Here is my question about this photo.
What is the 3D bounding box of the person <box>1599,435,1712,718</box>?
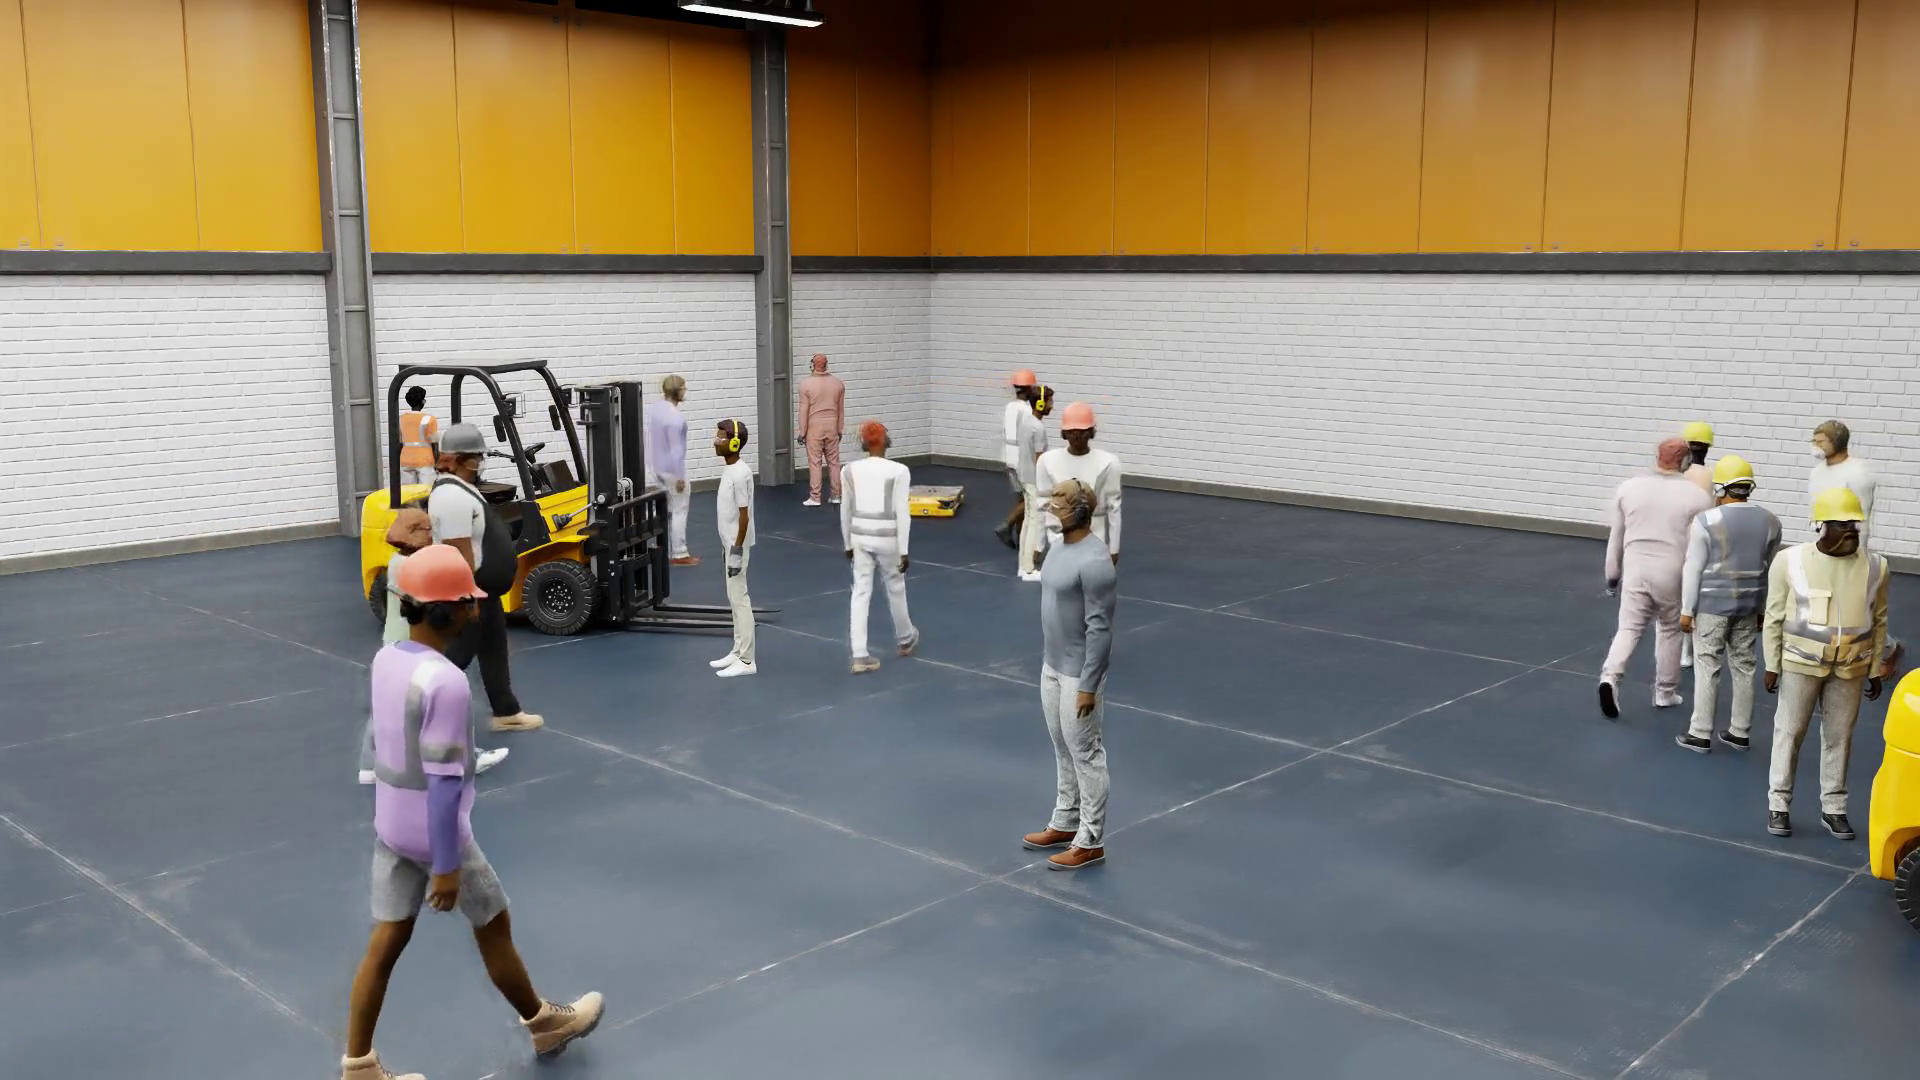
[{"bbox_3d":[4.572,0.242,10.976,0.664,1.870,0.866,8,12,41],"label":"person"}]

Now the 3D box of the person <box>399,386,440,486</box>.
[{"bbox_3d":[-5.862,-0.820,18.017,0.532,1.694,0.320,3,10,19],"label":"person"}]

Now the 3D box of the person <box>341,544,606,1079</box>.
[{"bbox_3d":[-1.813,0.999,5.940,1.032,1.985,0.634,-9,13,-42],"label":"person"}]

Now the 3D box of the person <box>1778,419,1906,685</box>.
[{"bbox_3d":[6.233,0.102,11.711,0.812,1.910,0.650,-2,9,-9],"label":"person"}]

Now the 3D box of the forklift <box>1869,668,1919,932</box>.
[{"bbox_3d":[5.205,0.723,7.013,2.313,2.155,1.214,9,13,43],"label":"forklift"}]

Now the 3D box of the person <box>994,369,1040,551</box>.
[{"bbox_3d":[0.613,-0.814,17.266,0.526,1.922,0.569,-5,10,-28],"label":"person"}]

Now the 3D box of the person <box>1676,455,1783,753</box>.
[{"bbox_3d":[4.683,0.394,10.169,0.593,1.826,0.403,-2,9,-10],"label":"person"}]

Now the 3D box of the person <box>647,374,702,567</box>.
[{"bbox_3d":[-2.904,-0.673,16.379,0.607,1.926,0.639,-5,11,-30],"label":"person"}]

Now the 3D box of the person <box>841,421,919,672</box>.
[{"bbox_3d":[-0.613,0.027,12.396,0.596,1.822,1.021,3,10,20],"label":"person"}]

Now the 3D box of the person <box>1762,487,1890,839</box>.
[{"bbox_3d":[4.482,0.637,8.630,0.595,1.837,0.404,2,9,11],"label":"person"}]

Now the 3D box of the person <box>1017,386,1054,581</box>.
[{"bbox_3d":[0.721,-0.532,15.760,0.344,1.853,0.531,-2,10,-15],"label":"person"}]

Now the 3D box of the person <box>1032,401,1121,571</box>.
[{"bbox_3d":[0.836,0.009,11.909,0.626,2.030,0.512,2,10,13],"label":"person"}]

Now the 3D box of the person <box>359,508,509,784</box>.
[{"bbox_3d":[-3.086,0.605,9.567,0.852,1.582,0.512,-5,10,-28],"label":"person"}]

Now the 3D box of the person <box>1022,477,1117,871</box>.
[{"bbox_3d":[0.554,0.652,8.224,0.372,1.940,0.631,-3,10,-18],"label":"person"}]

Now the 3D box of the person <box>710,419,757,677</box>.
[{"bbox_3d":[-1.656,0.053,12.095,0.328,1.877,0.513,-3,10,-15],"label":"person"}]

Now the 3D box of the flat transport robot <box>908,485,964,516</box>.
[{"bbox_3d":[-0.339,-0.493,20.346,0.652,0.197,1.431,1,9,5],"label":"flat transport robot"}]

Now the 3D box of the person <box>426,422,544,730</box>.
[{"bbox_3d":[-3.144,0.249,10.388,0.912,2.000,0.685,-2,10,-14],"label":"person"}]

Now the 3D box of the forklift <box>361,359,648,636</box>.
[{"bbox_3d":[-3.850,-0.407,13.936,2.313,2.155,1.214,2,9,11],"label":"forklift"}]

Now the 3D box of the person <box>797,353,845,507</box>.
[{"bbox_3d":[-1.747,-1.368,20.710,0.643,1.910,0.400,-6,11,-33],"label":"person"}]

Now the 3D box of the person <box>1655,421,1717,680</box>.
[{"bbox_3d":[5.226,0.081,11.999,0.597,1.874,1.029,5,11,29],"label":"person"}]
